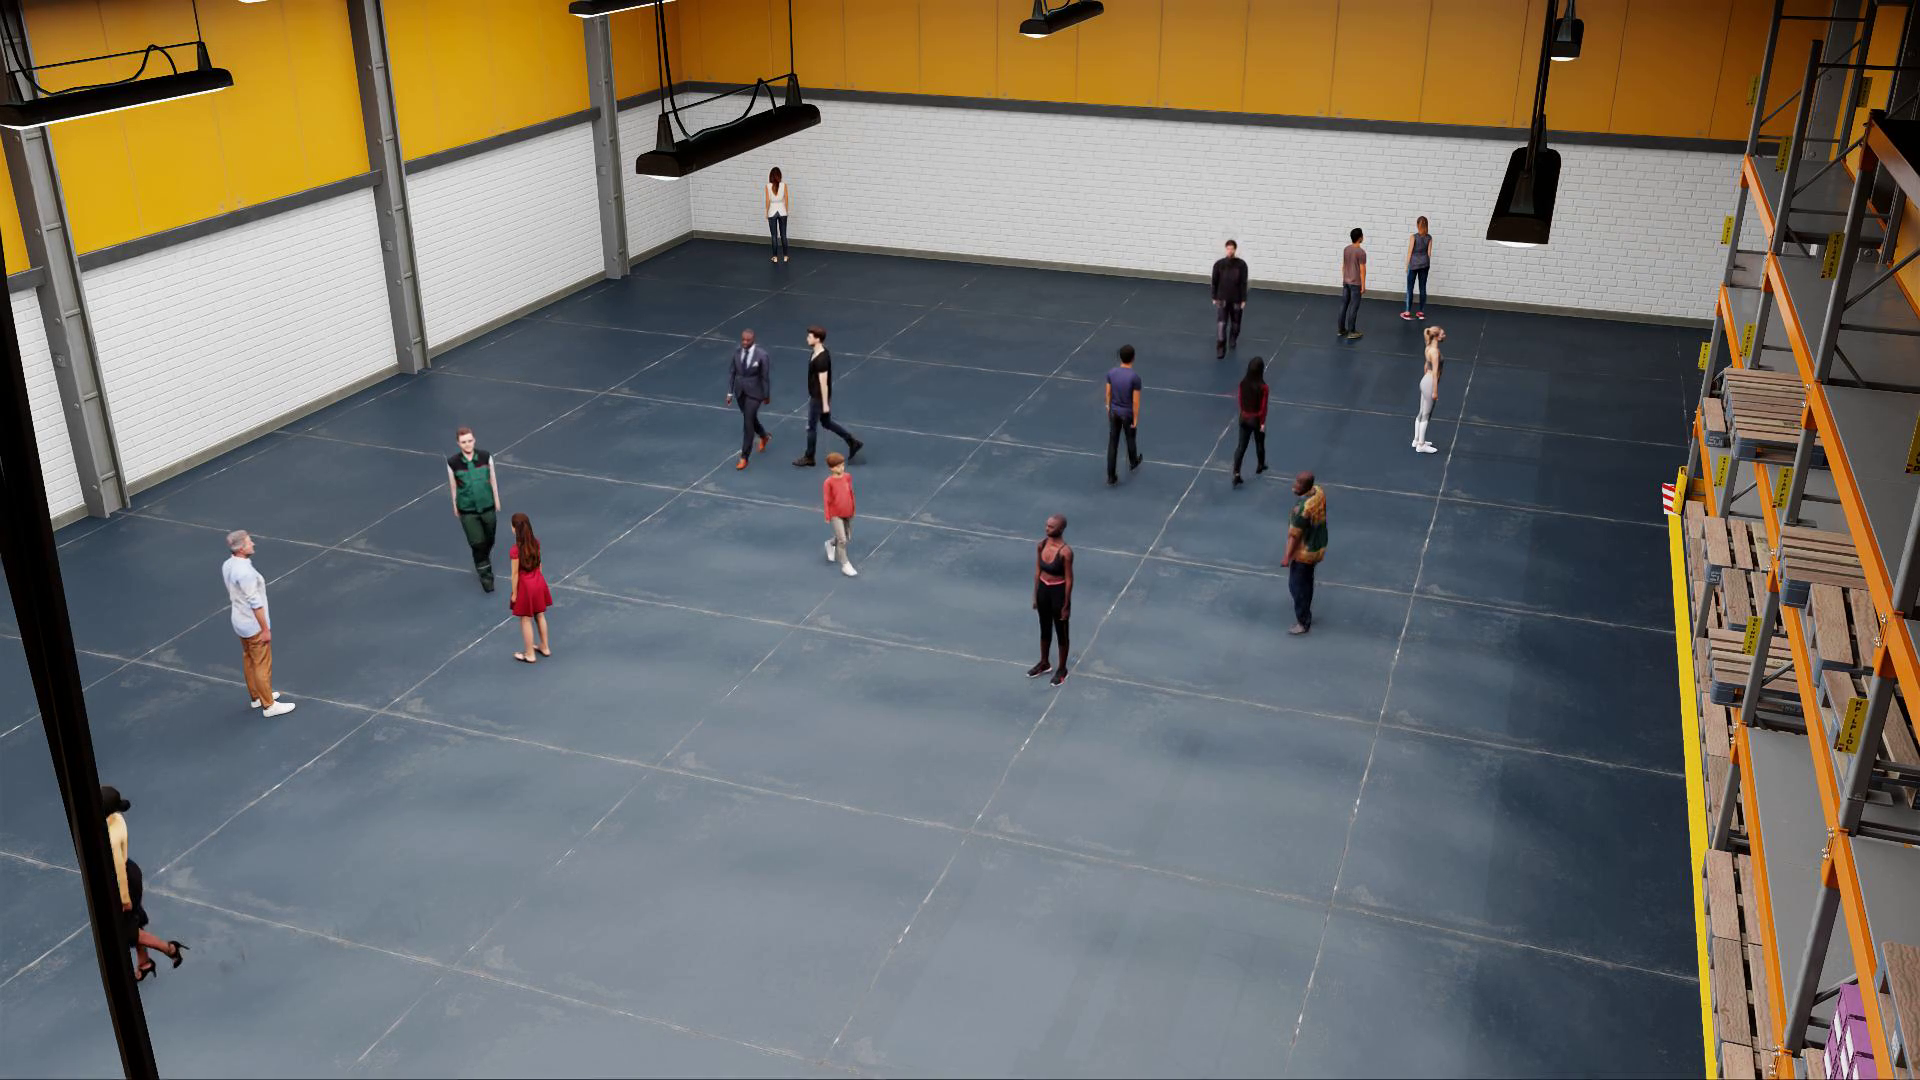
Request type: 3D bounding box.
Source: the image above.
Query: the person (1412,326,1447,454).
[{"bbox_3d":[6.214,-2.015,22.017,0.697,1.703,0.564,1,24,1],"label":"person"}]

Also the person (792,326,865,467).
[{"bbox_3d":[-1.703,-1.839,21.407,1.050,1.871,1.214,-2,24,-4],"label":"person"}]

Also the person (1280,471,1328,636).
[{"bbox_3d":[3.593,0.074,17.143,0.720,1.779,0.955,-18,30,-36],"label":"person"}]

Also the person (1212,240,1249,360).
[{"bbox_3d":[4.214,-3.765,25.878,0.826,1.817,1.120,4,24,10],"label":"person"}]

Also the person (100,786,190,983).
[{"bbox_3d":[-5.866,2.465,11.843,0.862,1.643,0.813,-8,25,-18],"label":"person"}]

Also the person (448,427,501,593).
[{"bbox_3d":[-5.272,-0.376,18.125,1.105,1.817,1.142,-12,26,-25],"label":"person"}]

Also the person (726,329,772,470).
[{"bbox_3d":[-2.703,-1.897,21.630,0.764,1.796,1.221,12,26,25],"label":"person"}]

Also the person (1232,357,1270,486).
[{"bbox_3d":[3.607,-1.451,20.842,0.821,1.611,1.114,18,29,36],"label":"person"}]

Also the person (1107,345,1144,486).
[{"bbox_3d":[1.996,-1.532,20.866,0.721,1.741,1.107,11,26,23],"label":"person"}]

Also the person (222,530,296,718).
[{"bbox_3d":[-6.606,0.763,15.509,0.744,1.827,0.767,-21,31,-39],"label":"person"}]

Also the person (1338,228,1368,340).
[{"bbox_3d":[6.324,-4.151,26.808,0.741,1.779,0.713,-15,28,-30],"label":"person"}]

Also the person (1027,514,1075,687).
[{"bbox_3d":[0.924,0.545,16.091,0.654,1.759,0.646,19,30,36],"label":"person"}]

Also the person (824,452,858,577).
[{"bbox_3d":[-1.362,-0.321,18.524,0.884,1.396,0.842,-18,29,-36],"label":"person"}]

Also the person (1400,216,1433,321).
[{"bbox_3d":[7.659,-4.555,27.805,0.641,1.722,0.667,-3,24,-7],"label":"person"}]

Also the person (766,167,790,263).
[{"bbox_3d":[-3.433,-6.129,31.327,0.668,1.785,0.693,-6,24,-13],"label":"person"}]

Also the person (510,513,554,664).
[{"bbox_3d":[-4.287,0.463,16.539,0.663,1.550,0.594,14,27,29],"label":"person"}]
